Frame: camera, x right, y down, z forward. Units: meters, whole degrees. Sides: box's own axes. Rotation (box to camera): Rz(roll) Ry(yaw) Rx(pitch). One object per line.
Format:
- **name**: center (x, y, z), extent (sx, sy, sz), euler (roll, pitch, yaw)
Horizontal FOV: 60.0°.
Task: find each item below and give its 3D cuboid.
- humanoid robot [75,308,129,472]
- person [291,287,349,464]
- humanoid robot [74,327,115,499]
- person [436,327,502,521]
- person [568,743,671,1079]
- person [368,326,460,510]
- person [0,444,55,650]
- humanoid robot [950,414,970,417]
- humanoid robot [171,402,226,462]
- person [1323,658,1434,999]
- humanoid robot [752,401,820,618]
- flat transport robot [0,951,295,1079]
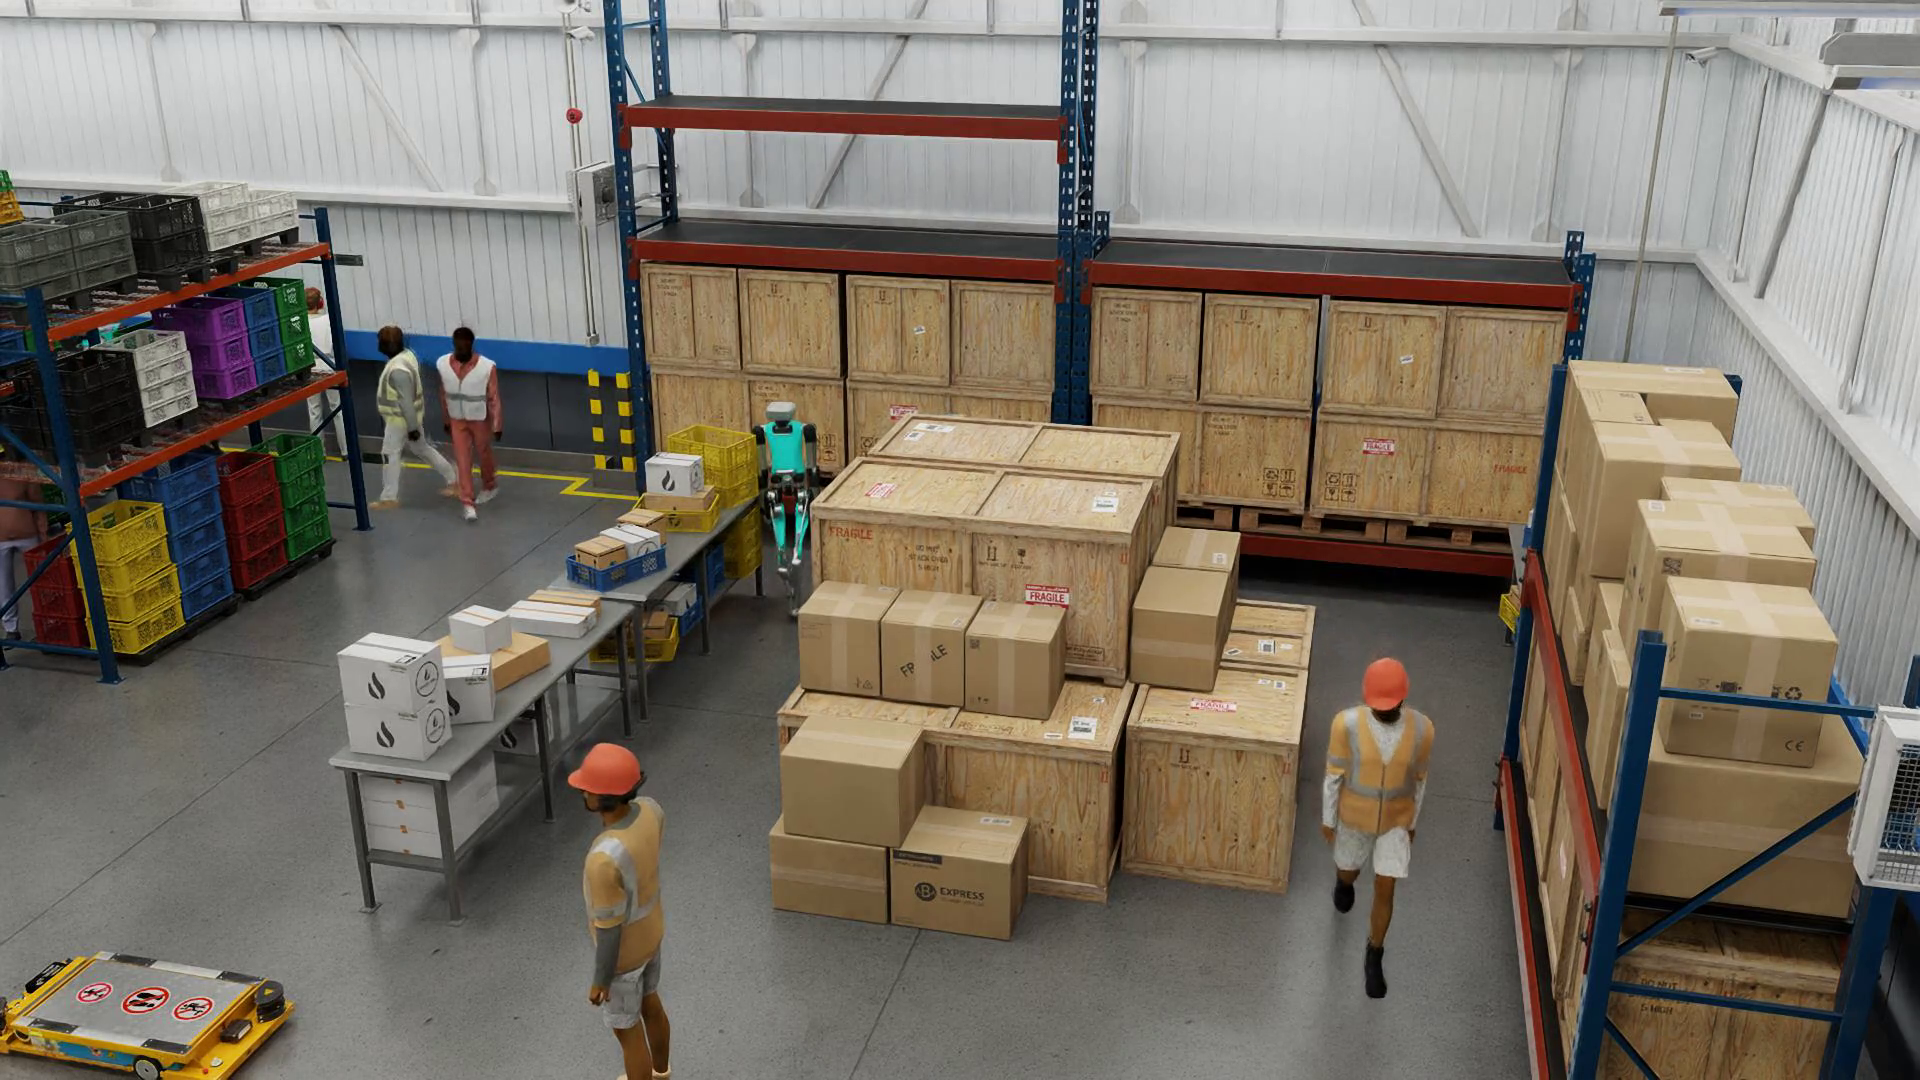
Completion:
- **humanoid robot**: center (-8.748, -1.525, 16.896), extent (0.671, 1.747, 0.548), euler (12, 24, 28)
- **person**: center (-6.644, -1.697, 17.275), extent (0.562, 1.845, 0.391), euler (-4, 21, -11)
- **humanoid robot**: center (-8.607, -1.251, 16.209), extent (0.730, 1.752, 0.532), euler (-6, 22, -15)
- **person**: center (-4.640, -1.140, 15.804), extent (0.598, 1.850, 0.982), euler (0, 21, 0)
- **person**: center (-1.562, 1.856, 7.703), extent (0.365, 2.048, 0.607), euler (4, 21, 10)
- **person**: center (-5.291, -1.190, 16.025), extent (0.904, 1.813, 0.617), euler (-4, 21, -9)
- **person**: center (-7.387, -0.012, 12.976), extent (0.524, 1.769, 0.313), euler (-9, 23, -23)
- **humanoid robot**: center (-0.211, -0.151, 13.460), extent (0.759, 1.843, 0.552), euler (10, 23, 25)
- **humanoid robot**: center (-7.127, -0.905, 15.503), extent (0.602, 1.638, 0.766), euler (13, 25, 31)
- **person**: center (2.229, 1.434, 9.015), extent (0.543, 1.902, 0.836), euler (3, 21, 7)
- **humanoid robot**: center (-1.425, -0.210, 13.551), extent (0.555, 1.761, 0.935), euler (1, 21, 3)
- **flat transport robot**: center (-4.270, 2.464, 8.601), extent (1.431, 0.231, 0.659), euler (5, 22, 13)
